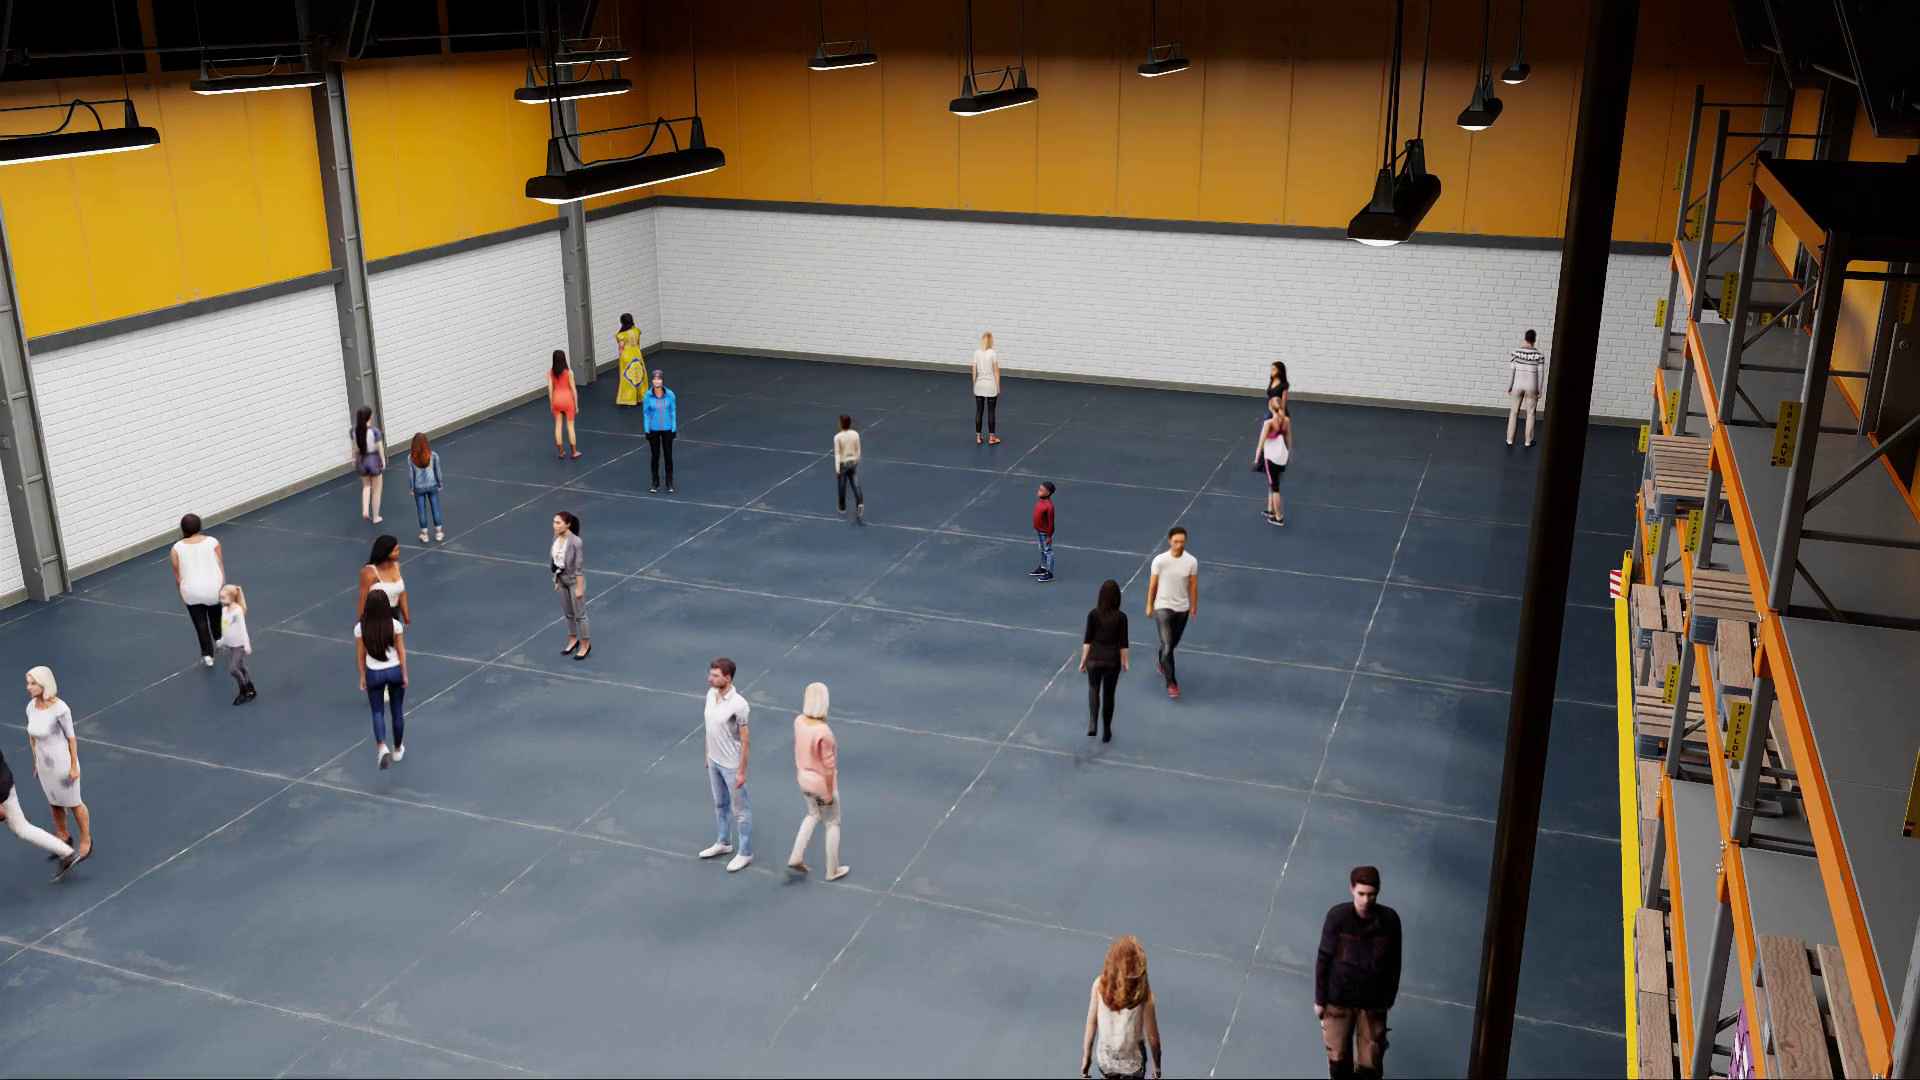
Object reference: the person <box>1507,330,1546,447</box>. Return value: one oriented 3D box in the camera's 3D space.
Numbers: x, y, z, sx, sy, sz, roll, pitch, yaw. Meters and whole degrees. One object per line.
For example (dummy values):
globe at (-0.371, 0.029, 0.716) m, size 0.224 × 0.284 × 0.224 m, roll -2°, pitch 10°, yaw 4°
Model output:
person at (9.029, -2.437, 26.570) m, size 0.704 × 1.860 × 0.575 m, roll 9°, pitch 21°, yaw 24°

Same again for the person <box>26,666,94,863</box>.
person at (-7.573, 1.870, 13.950) m, size 0.589 × 1.750 × 0.532 m, roll 4°, pitch 19°, yaw 13°

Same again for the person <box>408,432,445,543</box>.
person at (-7.080, -0.706, 22.030) m, size 0.638 × 1.475 × 0.684 m, roll -7°, pitch 20°, yaw -20°

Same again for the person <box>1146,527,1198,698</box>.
person at (2.200, 0.696, 17.418) m, size 1.043 × 1.762 × 1.252 m, roll -4°, pitch 19°, yaw -11°

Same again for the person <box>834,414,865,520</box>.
person at (-1.518, -0.991, 22.937) m, size 0.940 × 1.437 × 1.018 m, roll -8°, pitch 20°, yaw -22°

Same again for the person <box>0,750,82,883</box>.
person at (-7.692, 2.048, 13.390) m, size 1.183 × 1.771 × 1.209 m, roll -6°, pitch 20°, yaw -18°

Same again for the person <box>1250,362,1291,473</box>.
person at (4.837, -1.841, 25.015) m, size 0.929 × 1.720 × 0.821 m, roll -14°, pitch 23°, yaw -35°

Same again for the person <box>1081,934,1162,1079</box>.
person at (0.932, 3.230, 9.972) m, size 0.720 × 1.712 × 1.184 m, roll 10°, pitch 21°, yaw 27°

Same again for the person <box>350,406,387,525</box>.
person at (-8.076, -0.994, 22.629) m, size 0.657 × 1.639 × 0.632 m, roll 3°, pitch 19°, yaw 9°

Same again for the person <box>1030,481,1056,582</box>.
person at (1.061, -0.127, 20.655) m, size 0.646 × 1.256 × 0.578 m, roll -7°, pitch 20°, yaw -20°

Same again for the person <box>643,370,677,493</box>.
person at (-4.347, -1.585, 24.139) m, size 0.690 × 1.795 × 0.676 m, roll -2°, pitch 19°, yaw -7°

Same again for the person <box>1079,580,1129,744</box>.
person at (1.388, 1.213, 16.104) m, size 0.689 × 1.621 × 0.730 m, roll 4°, pitch 19°, yaw 12°

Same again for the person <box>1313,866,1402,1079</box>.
person at (2.519, 2.905, 10.622) m, size 0.768 × 1.913 × 0.762 m, roll 2°, pitch 19°, yaw 7°

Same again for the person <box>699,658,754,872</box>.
person at (-1.937, 1.843, 13.873) m, size 0.725 × 1.851 × 0.697 m, roll 18°, pitch 25°, yaw 42°

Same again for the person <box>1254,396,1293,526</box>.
person at (4.349, -1.053, 22.595) m, size 0.854 × 1.772 × 0.912 m, roll -10°, pitch 21°, yaw -28°

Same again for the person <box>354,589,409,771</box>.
person at (-5.379, 1.328, 15.541) m, size 0.898 × 1.762 × 1.024 m, roll -4°, pitch 19°, yaw -13°

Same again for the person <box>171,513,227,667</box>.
person at (-8.203, 0.562, 17.999) m, size 1.092 × 1.645 × 1.169 m, roll -8°, pitch 20°, yaw -22°

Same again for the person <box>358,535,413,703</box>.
person at (-6.005, 0.815, 17.049) m, size 0.699 × 1.772 × 0.652 m, roll 11°, pitch 21°, yaw 29°

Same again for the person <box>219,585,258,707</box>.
person at (-7.384, 1.053, 17.128) m, size 0.587 × 1.270 × 0.617 m, roll 16°, pitch 24°, yaw 39°

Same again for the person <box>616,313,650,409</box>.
person at (-5.757, -3.152, 29.004) m, size 1.004 × 1.660 × 0.839 m, roll 13°, pitch 23°, yaw 35°

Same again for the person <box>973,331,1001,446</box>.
person at (0.418, -2.440, 26.627) m, size 0.593 × 1.827 × 0.517 m, roll 6°, pitch 20°, yaw 18°

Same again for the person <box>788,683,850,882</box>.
person at (-1.235, 2.003, 13.630) m, size 0.882 × 1.703 × 0.758 m, roll -16°, pitch 25°, yaw -40°

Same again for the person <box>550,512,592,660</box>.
person at (-4.242, 0.484, 18.185) m, size 0.672 × 1.675 × 0.667 m, roll 13°, pitch 23°, yaw 35°

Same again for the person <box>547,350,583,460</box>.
person at (-6.161, -2.112, 25.826) m, size 0.636 × 1.718 × 0.606 m, roll 1°, pitch 19°, yaw 3°
